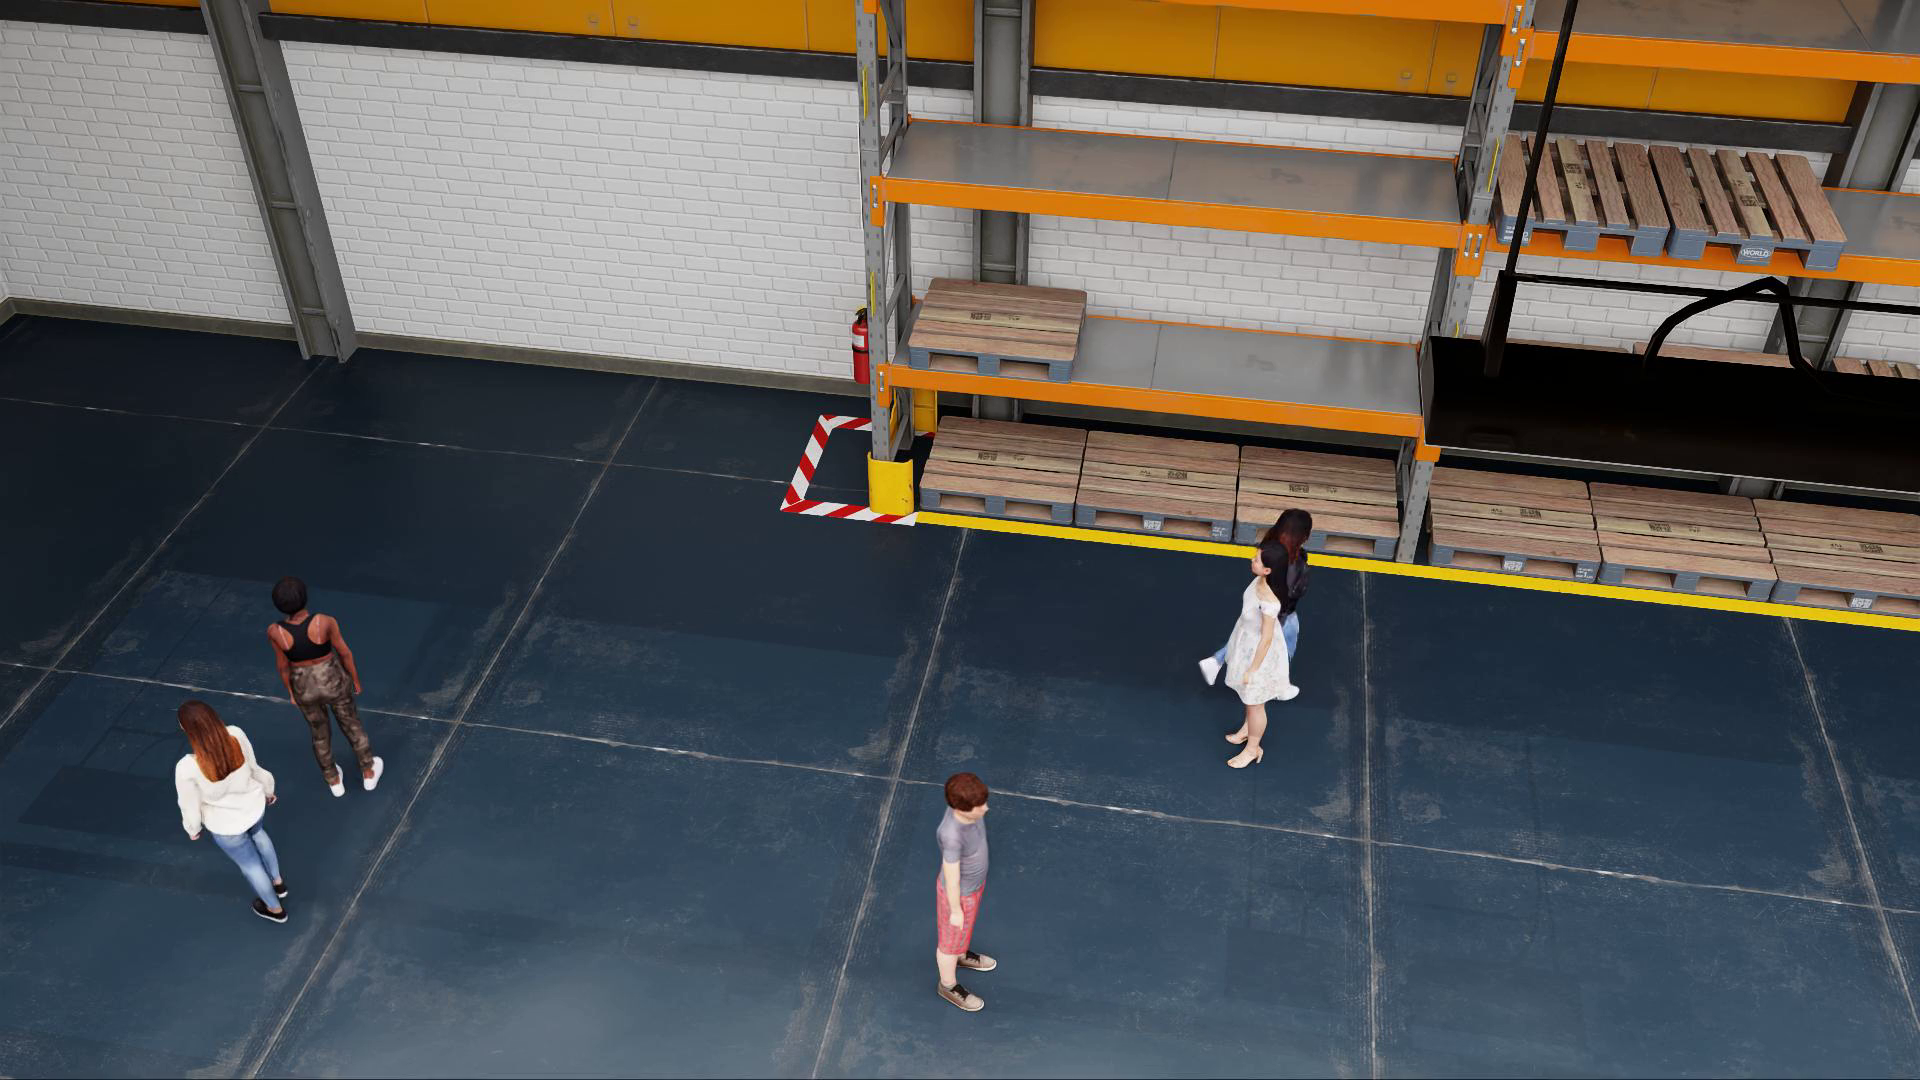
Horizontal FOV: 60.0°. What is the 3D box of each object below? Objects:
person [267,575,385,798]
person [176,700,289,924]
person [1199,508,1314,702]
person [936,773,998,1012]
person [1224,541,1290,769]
[{"bbox_3d":[-3.909,0.900,10.190,0.595,1.700,0.718,-10,40,-12],"label":"person"},{"bbox_3d":[-4.022,1.572,9.363,0.740,1.681,0.736,23,44,26],"label":"person"},{"bbox_3d":[1.976,0.458,10.814,1.034,1.612,0.851,-8,39,-9],"label":"person"},{"bbox_3d":[0.003,1.865,9.021,0.557,1.651,0.612,11,40,13],"label":"person"},{"bbox_3d":[1.850,0.714,10.364,0.625,1.774,0.641,5,39,6],"label":"person"}]
